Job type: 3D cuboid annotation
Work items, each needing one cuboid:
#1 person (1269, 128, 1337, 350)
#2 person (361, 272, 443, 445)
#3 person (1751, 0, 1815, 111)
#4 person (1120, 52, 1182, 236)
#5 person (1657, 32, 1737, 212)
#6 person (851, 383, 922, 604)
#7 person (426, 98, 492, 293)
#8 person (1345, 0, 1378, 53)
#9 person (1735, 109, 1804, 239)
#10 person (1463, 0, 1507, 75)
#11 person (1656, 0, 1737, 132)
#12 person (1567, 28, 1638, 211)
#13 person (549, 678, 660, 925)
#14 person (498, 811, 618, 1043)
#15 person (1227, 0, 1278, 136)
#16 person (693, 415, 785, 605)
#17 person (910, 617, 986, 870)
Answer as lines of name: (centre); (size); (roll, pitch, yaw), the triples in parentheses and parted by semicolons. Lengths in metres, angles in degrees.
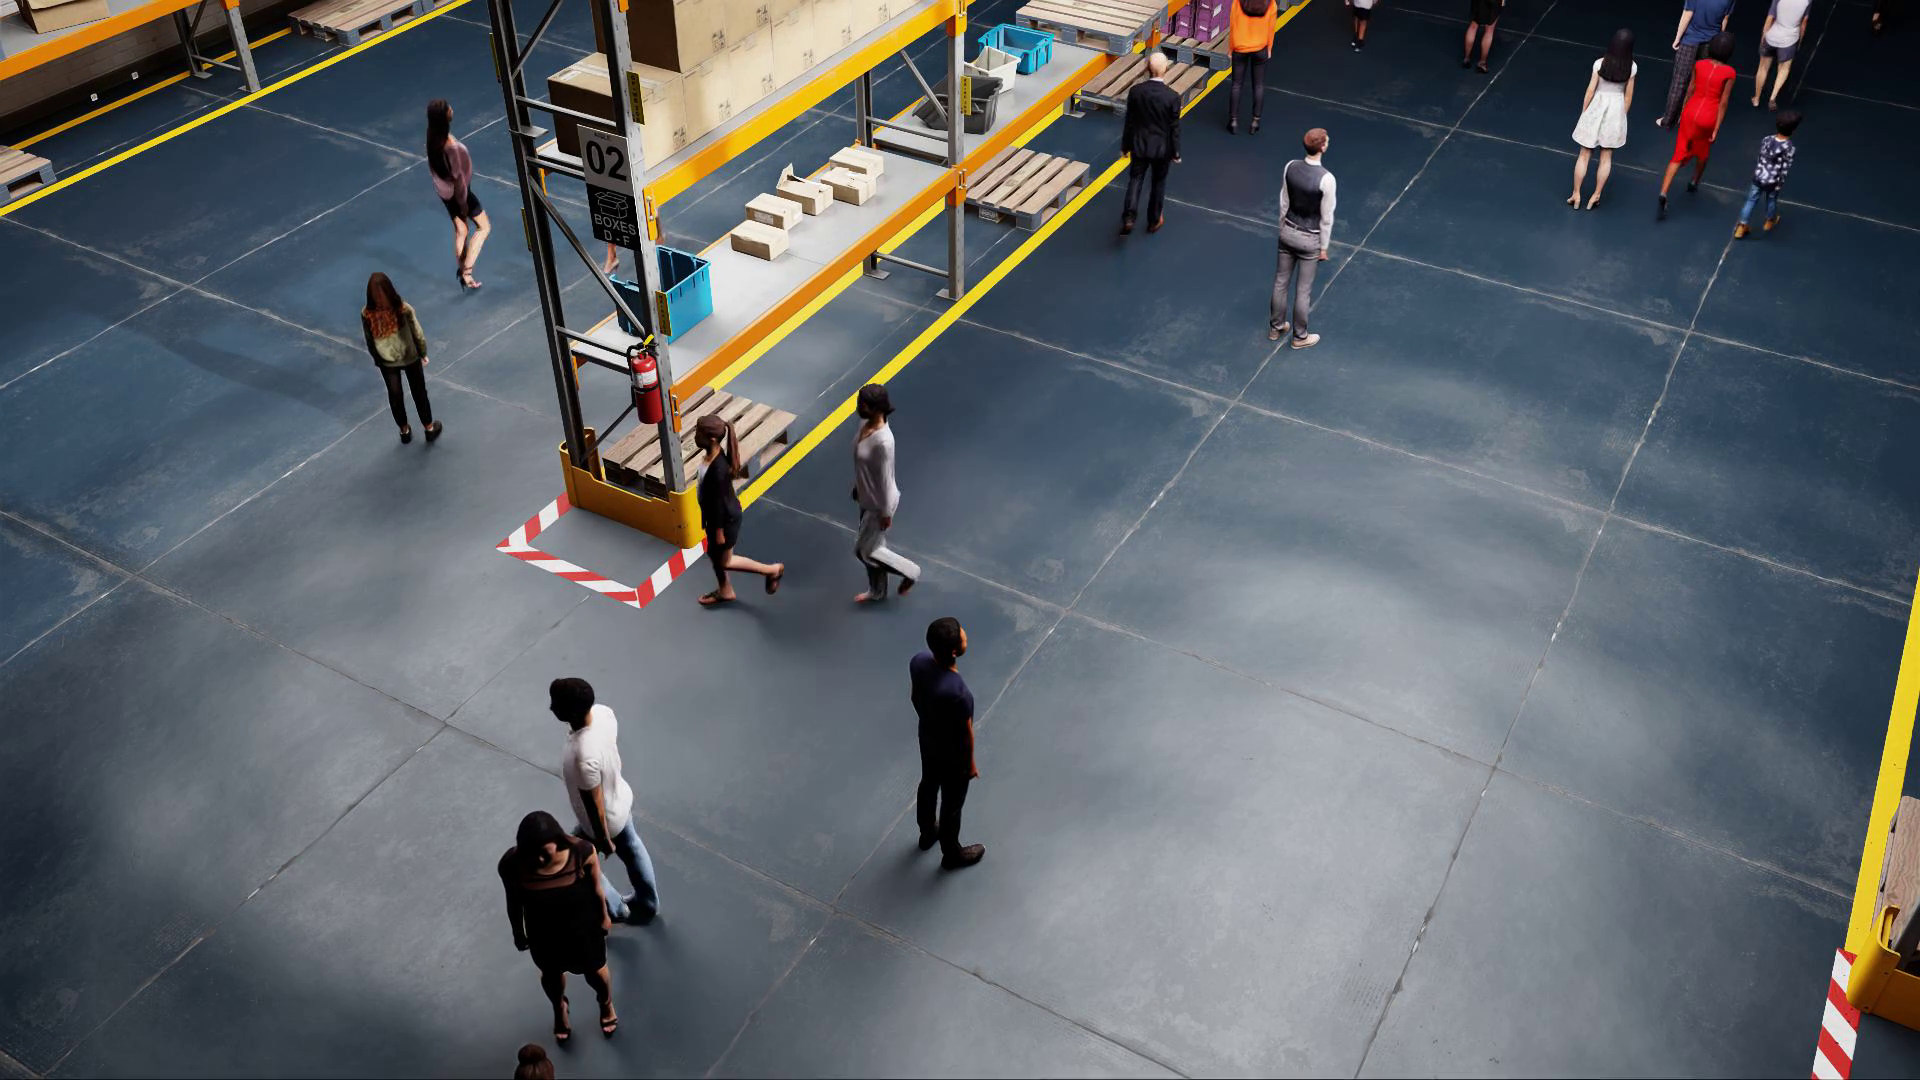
person: (2.832, -2.509, 13.784); (0.671, 1.937, 0.715); (-30, 48, -32)
person: (-4.308, -1.403, 12.768); (0.657, 1.476, 0.696); (-6, 39, -7)
person: (8.680, -5.269, 17.548); (0.619, 1.551, 0.759); (14, 41, 17)
person: (1.734, -3.567, 15.228); (0.804, 1.787, 0.985); (13, 40, 16)
person: (6.926, -3.891, 15.707); (0.698, 1.696, 1.139); (28, 46, 30)
person: (-0.485, -0.301, 11.161); (0.852, 1.760, 0.788); (-13, 40, -15)
person: (-4.442, -2.939, 14.430); (0.687, 1.802, 0.689); (30, 47, 32)
person: (4.645, -6.285, 19.069); (0.497, 1.242, 0.691); (18, 42, 22)
person: (7.468, -3.370, 15.430); (0.823, 1.228, 0.641); (-30, 48, -32)
person: (5.825, -5.997, 18.336); (0.582, 1.706, 0.635); (-31, 48, -33)
person: (7.614, -5.126, 17.114); (0.735, 1.871, 0.693); (5, 39, 6)
person: (6.095, -3.978, 15.754); (0.709, 1.774, 0.710); (11, 40, 13)
person: (-1.839, 1.449, 8.905); (0.857, 1.840, 0.747); (7, 39, 9)
person: (-2.005, 1.945, 8.387); (0.751, 1.713, 0.798); (-7, 39, -8)
person: (2.979, -5.025, 17.086); (0.698, 1.749, 0.688); (4, 39, 5)
person: (-1.528, -0.179, 11.183); (0.904, 1.542, 0.845); (-9, 40, -11)
person: (-0.097, 1.139, 9.331); (0.660, 1.793, 0.705); (-27, 46, -29)
